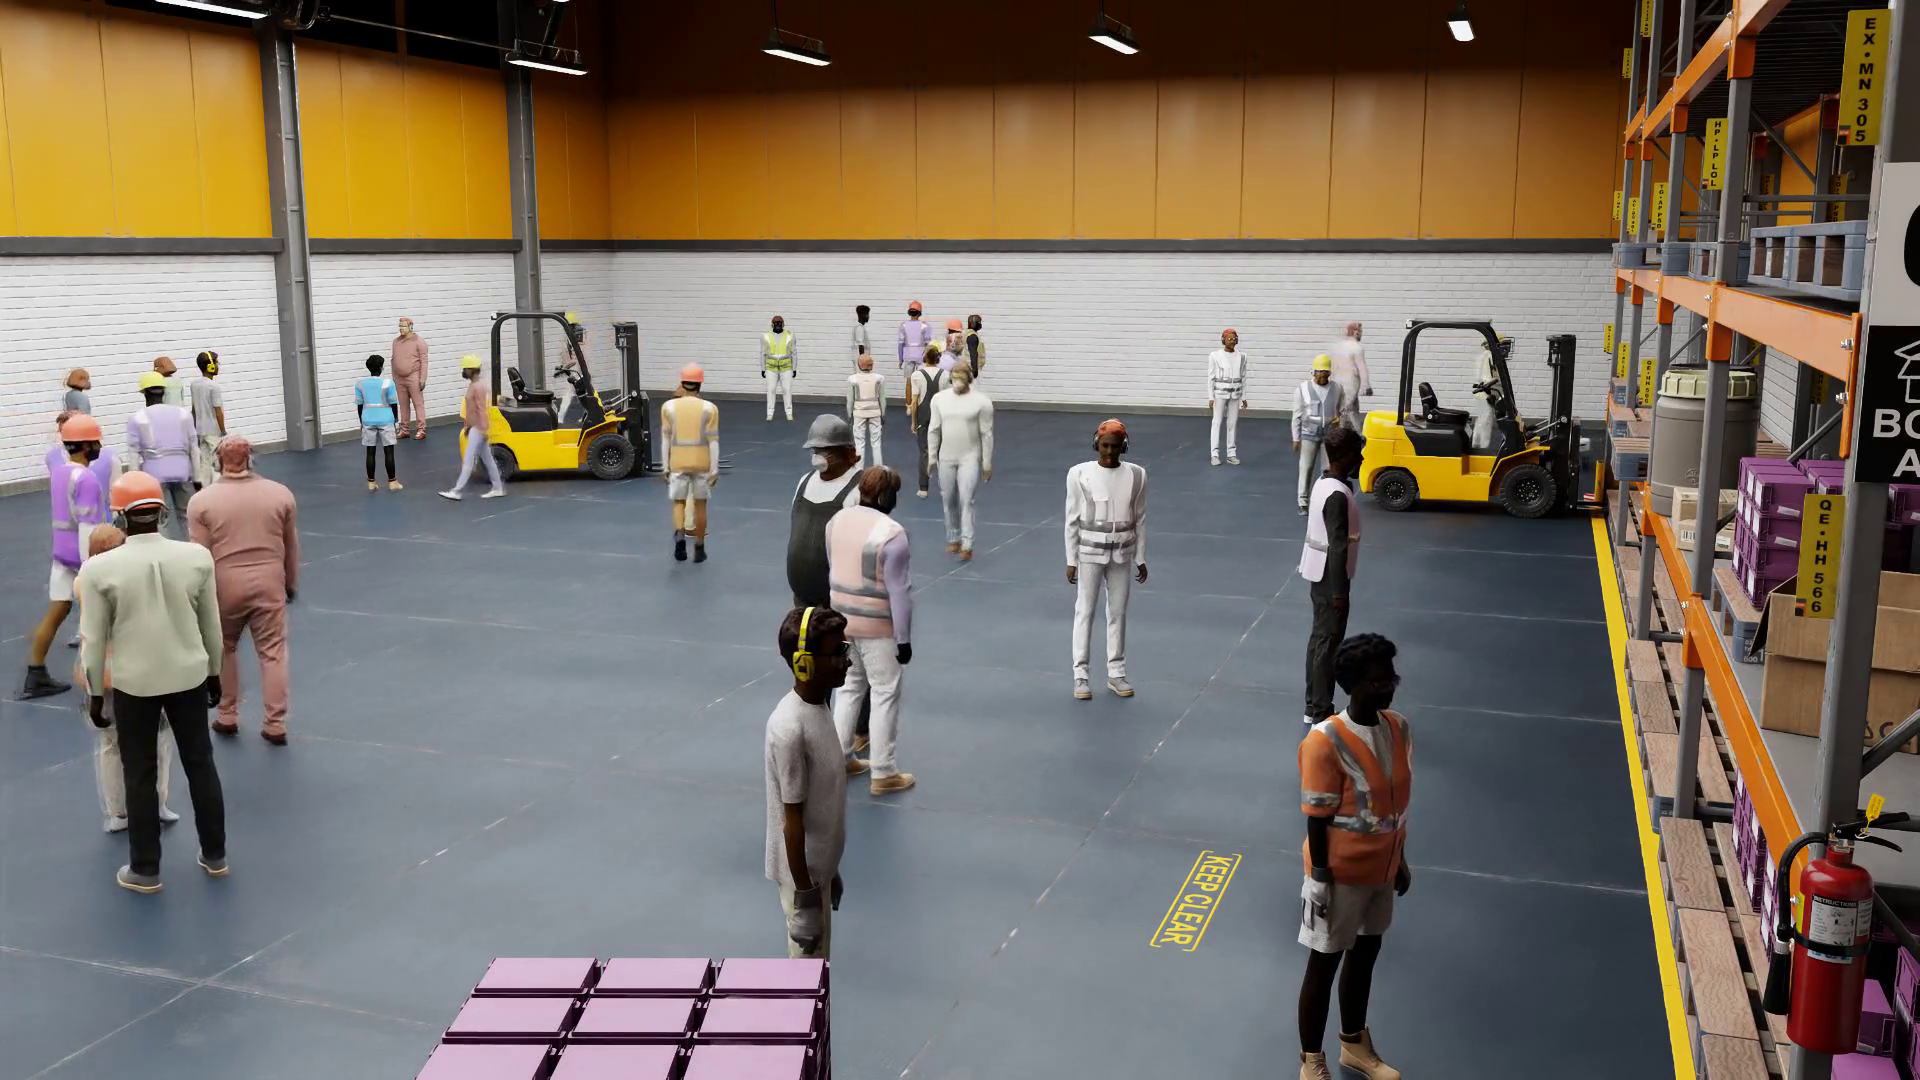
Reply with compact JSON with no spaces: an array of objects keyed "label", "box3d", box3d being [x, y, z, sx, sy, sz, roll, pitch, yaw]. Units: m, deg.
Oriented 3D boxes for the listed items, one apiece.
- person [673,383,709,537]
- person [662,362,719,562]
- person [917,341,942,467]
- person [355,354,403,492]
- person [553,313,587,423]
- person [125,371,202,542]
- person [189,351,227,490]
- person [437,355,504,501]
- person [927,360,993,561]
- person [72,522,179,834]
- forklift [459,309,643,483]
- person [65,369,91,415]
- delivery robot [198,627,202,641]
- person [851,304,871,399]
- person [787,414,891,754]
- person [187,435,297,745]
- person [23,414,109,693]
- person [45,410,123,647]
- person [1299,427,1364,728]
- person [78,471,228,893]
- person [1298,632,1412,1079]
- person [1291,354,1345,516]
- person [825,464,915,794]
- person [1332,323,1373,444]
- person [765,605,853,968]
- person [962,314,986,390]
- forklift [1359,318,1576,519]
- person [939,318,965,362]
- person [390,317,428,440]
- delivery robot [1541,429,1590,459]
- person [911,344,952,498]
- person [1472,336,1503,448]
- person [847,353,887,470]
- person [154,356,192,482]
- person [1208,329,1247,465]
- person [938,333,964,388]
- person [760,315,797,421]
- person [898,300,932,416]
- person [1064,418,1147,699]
[{"label":"person","box3d":[-2.832,-0.852,17.363,0.279,1.634,0.499,-5,11,-25]},{"label":"person","box3d":[-2.553,-0.712,15.743,0.552,1.924,0.589,0,10,-2]},{"label":"person","box3d":[-0.320,-1.807,22.475,0.536,1.739,0.766,-1,10,-3]},{"label":"person","box3d":[-7.155,-1.434,20.474,0.532,1.693,0.319,0,10,2]},{"label":"person","box3d":[-6.627,-2.907,28.261,0.957,1.877,0.600,-8,13,-36]},{"label":"person","box3d":[-7.229,-0.576,15.073,0.488,1.899,0.619,8,13,39]},{"label":"person","box3d":[-8.253,-1.148,18.361,0.519,1.874,0.331,6,12,32]},{"label":"person","box3d":[-5.829,-1.318,19.737,0.808,1.730,0.550,-4,11,-24]},{"label":"person","box3d":[-0.002,-0.781,16.161,0.639,1.940,0.499,3,11,18]},{"label":"person","box3d":[-4.315,0.709,8.611,0.525,1.620,0.430,3,11,18]},{"label":"forklift","box3d":[-5.354,-1.902,21.697,2.313,2.155,1.214,-2,10,-13]},{"label":"person","box3d":[-10.219,-1.203,19.447,0.513,1.588,0.840,7,12,36]},{"label":"delivery robot","box3d":[-5.295,0.721,11.278,0.477,0.478,0.707,-1,10,-3]},{"label":"person","box3d":[-1.776,-3.256,29.972,0.368,1.961,0.613,-2,10,-9]},{"label":"person","box3d":[-0.781,0.262,9.943,0.682,2.000,0.537,7,12,36]},{"label":"person","box3d":[-4.396,0.297,10.214,0.660,1.880,0.792,-7,12,-35]},{"label":"person","box3d":[-5.980,0.093,11.342,0.558,1.890,1.010,8,13,36]},{"label":"person","box3d":[-6.511,-0.076,12.483,0.602,1.819,0.457,0,10,0]},{"label":"person","box3d":[2.311,0.255,10.332,0.389,1.919,0.592,1,10,4]},{"label":"person","box3d":[-3.826,0.659,7.903,0.632,1.981,0.432,-10,14,-43]},{"label":"person","box3d":[1.398,1.156,5.870,0.533,1.699,0.318,-8,13,-39]},{"label":"person","box3d":[4.008,-1.168,18.632,0.602,1.819,0.415,0,10,0]},{"label":"person","box3d":[-0.498,0.486,9.305,0.431,1.826,0.643,-10,14,-43]},{"label":"person","box3d":[5.965,-2.337,25.083,0.987,1.856,0.643,-2,10,-13]},{"label":"person","box3d":[-0.477,1.134,5.546,0.328,1.861,0.514,0,10,1]},{"label":"person","box3d":[0.234,-2.967,28.688,0.429,1.841,0.633,-1,10,-8]},{"label":"forklift","box3d":[5.787,-1.437,19.079,2.313,2.155,1.214,3,11,19]},{"label":"person","box3d":[-0.111,-2.475,25.716,0.551,1.920,0.451,-9,13,-40]},{"label":"person","box3d":[-8.606,-2.511,25.943,0.642,1.908,0.410,3,11,18]},{"label":"delivery robot","box3d":[8.171,-1.257,22.417,0.707,0.478,0.477,-8,13,-37]},{"label":"person","box3d":[-0.338,-1.424,19.986,0.511,1.844,0.328,-1,10,-8]},{"label":"person","box3d":[7.487,-2.026,23.592,0.406,1.780,0.658,1,10,4]},{"label":"person","box3d":[-1.204,-1.592,21.525,0.522,1.636,0.310,-2,10,-11]},{"label":"person","box3d":[-10.021,-1.515,21.131,0.289,1.629,0.502,2,10,12]},{"label":"person","box3d":[3.696,-1.972,22.976,0.572,1.882,0.356,-3,10,-15]},{"label":"person","box3d":[-0.086,-1.725,21.520,0.403,1.904,0.651,0,10,-1]},{"label":"person","box3d":[-3.131,-2.960,28.708,0.644,1.831,0.431,-1,10,-6]},{"label":"person","box3d":[-0.795,-3.230,29.602,0.605,2.045,0.385,1,10,8]},{"label":"person","box3d":[0.980,0.124,11.159,0.572,1.886,0.353,-2,10,-13]}]
